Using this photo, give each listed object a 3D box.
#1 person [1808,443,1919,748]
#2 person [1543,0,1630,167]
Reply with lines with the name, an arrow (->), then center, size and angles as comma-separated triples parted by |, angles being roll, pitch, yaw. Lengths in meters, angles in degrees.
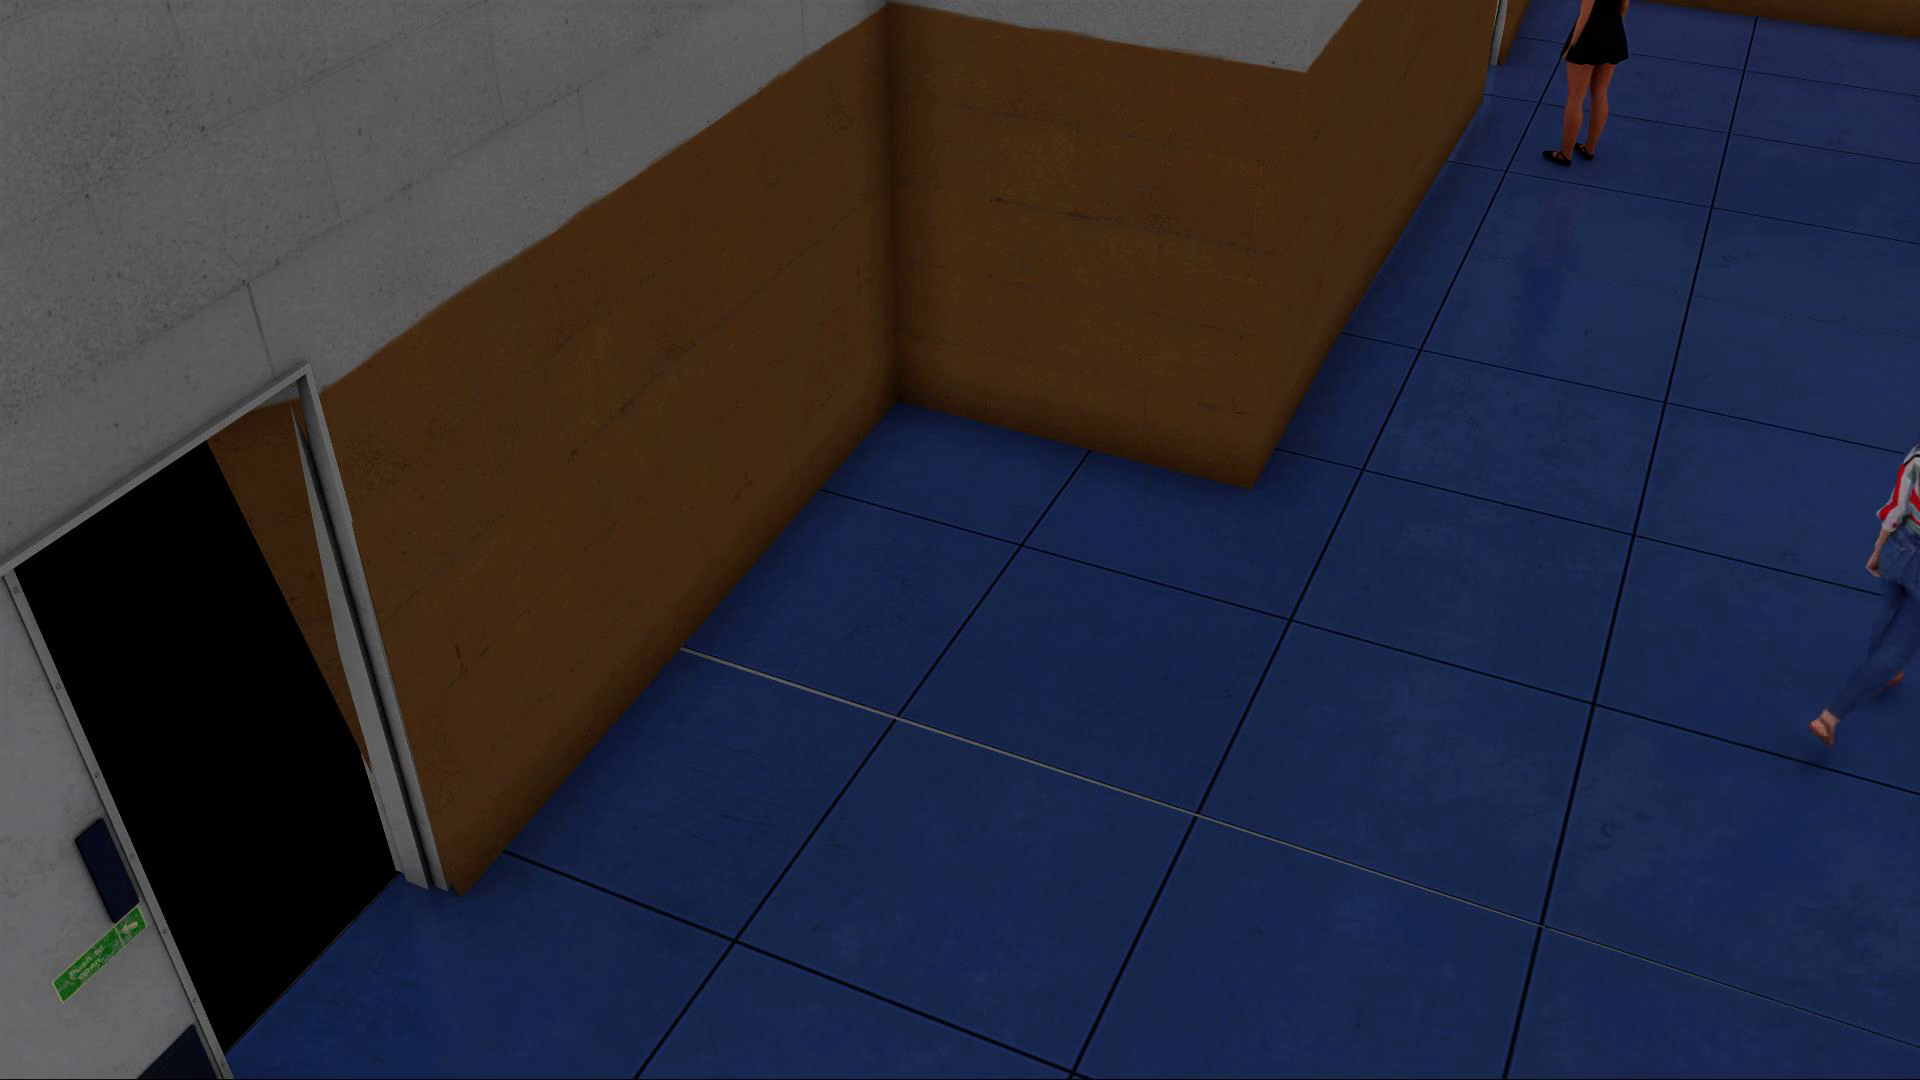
person -> 3.738, 0.149, 6.536 | 1.012, 1.587, 1.063 | -20, 41, -24
person -> 4.245, -3.333, 11.101 | 0.681, 1.677, 0.735 | -14, 39, -18
